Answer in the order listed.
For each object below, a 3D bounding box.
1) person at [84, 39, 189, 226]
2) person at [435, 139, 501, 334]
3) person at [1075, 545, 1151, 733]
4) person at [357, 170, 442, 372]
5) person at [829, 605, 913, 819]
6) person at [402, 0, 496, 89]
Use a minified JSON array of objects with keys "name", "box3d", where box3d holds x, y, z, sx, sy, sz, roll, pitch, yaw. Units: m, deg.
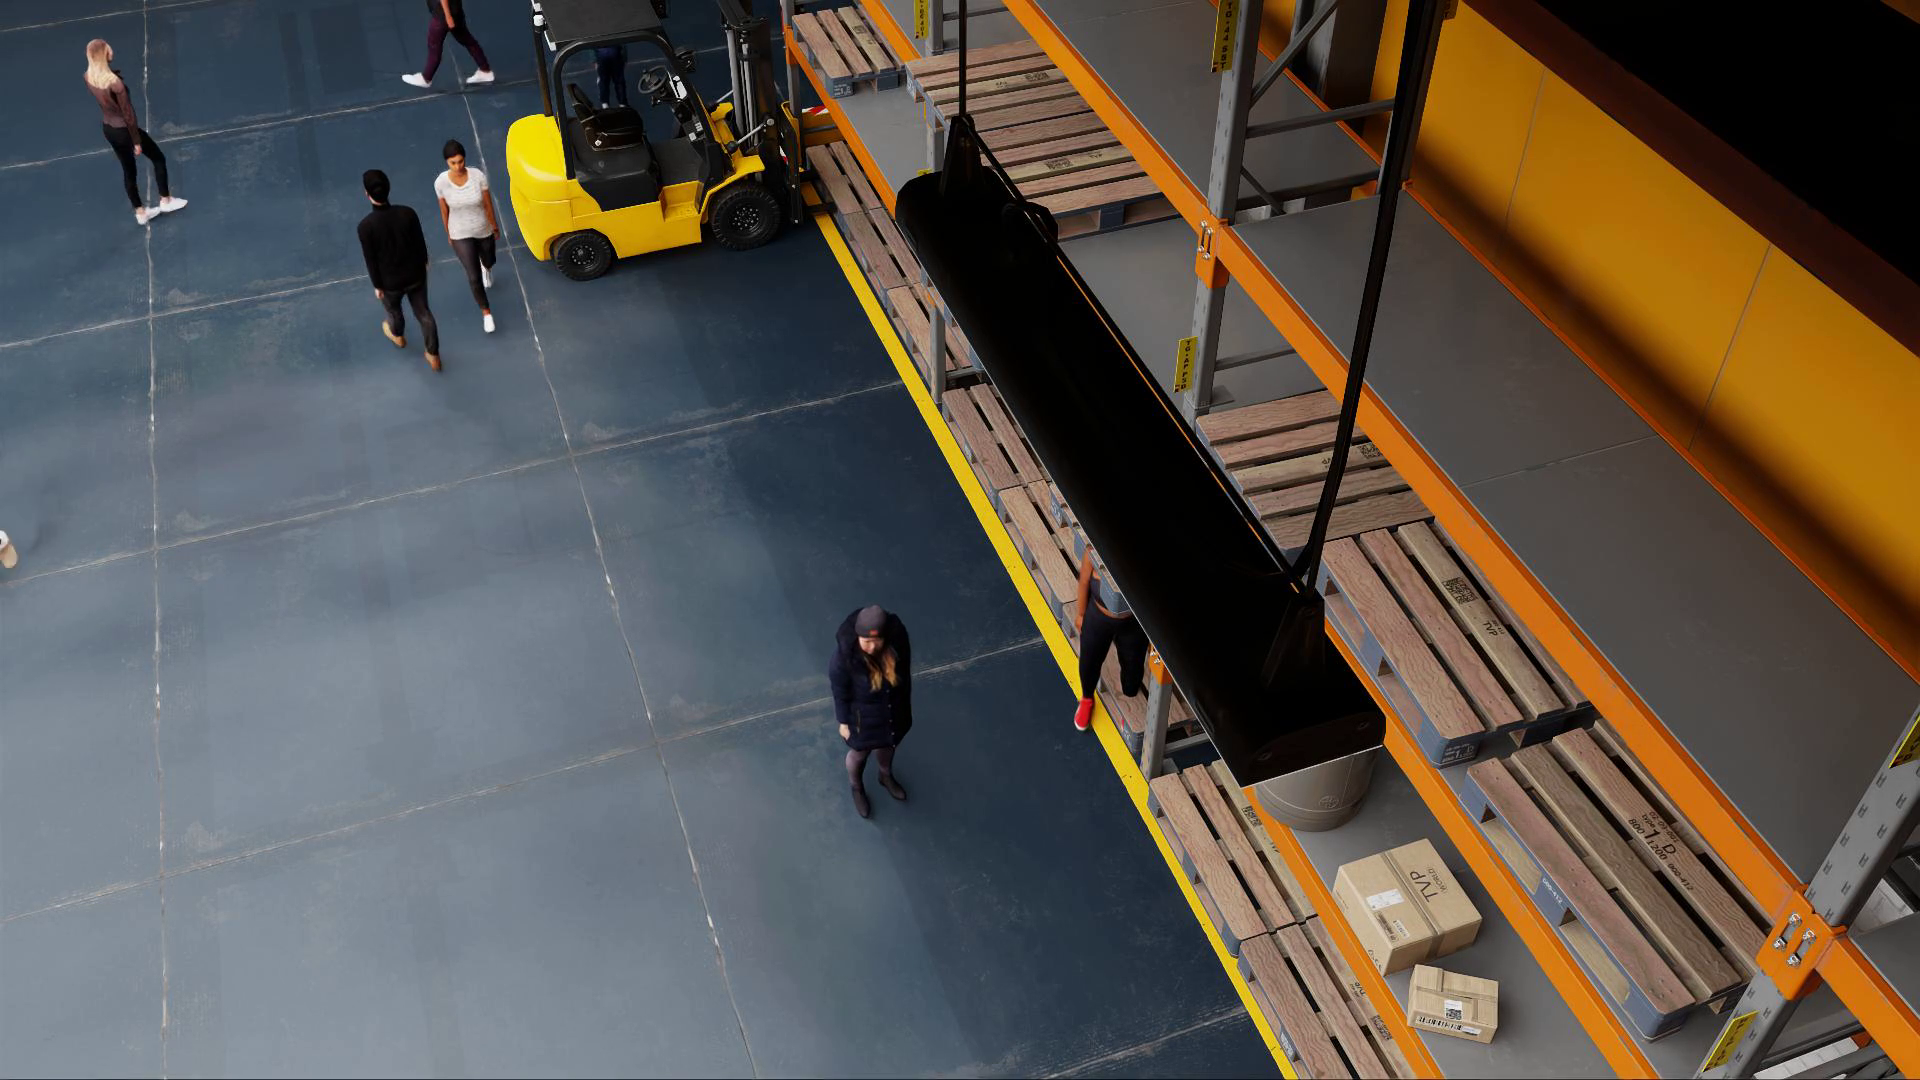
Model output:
[{"name":"person","box3d":[-7.336,-3.501,14.469,0.774,1.687,0.833,16,46,16]},{"name":"person","box3d":[-3.970,-2.546,13.519,0.559,1.615,1.023,-15,46,-15]},{"name":"person","box3d":[0.961,0.476,10.202,0.760,1.816,0.772,5,44,6]},{"name":"person","box3d":[-4.322,-2.044,12.931,0.816,1.699,1.029,-27,50,-25]},{"name":"person","box3d":[-0.507,1.014,9.818,0.710,1.565,0.691,-22,48,-21]},{"name":"person","box3d":[-4.954,-5.215,16.227,0.881,1.744,1.106,-5,44,-5]}]
